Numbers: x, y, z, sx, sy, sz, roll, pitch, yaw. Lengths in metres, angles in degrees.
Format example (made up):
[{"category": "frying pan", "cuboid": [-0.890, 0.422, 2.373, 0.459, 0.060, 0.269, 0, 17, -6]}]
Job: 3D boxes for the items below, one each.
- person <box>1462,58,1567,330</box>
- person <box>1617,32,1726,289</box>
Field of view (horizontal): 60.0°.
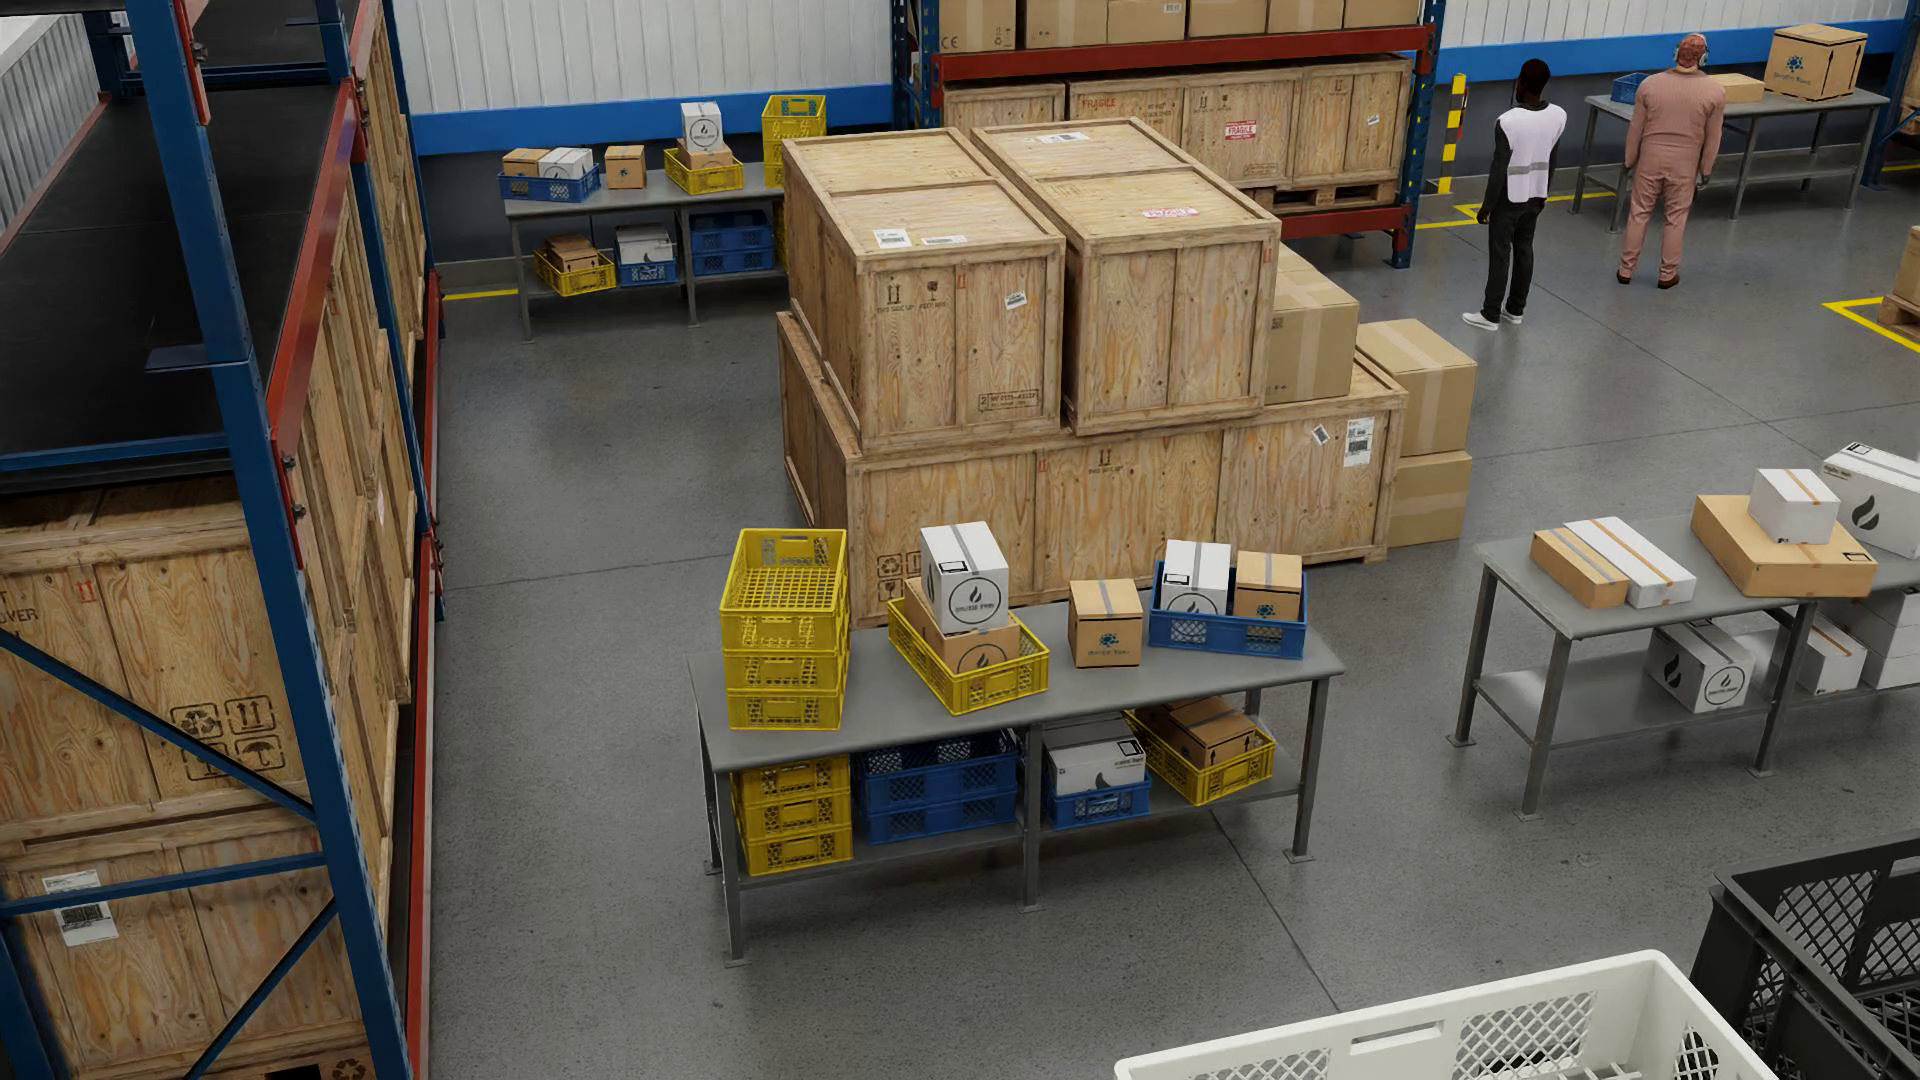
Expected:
[{"category": "person", "cuboid": [3.959, -2.438, 11.819, 0.594, 1.919, 0.387, -14, 32, -24]}, {"category": "person", "cuboid": [5.370, -2.862, 12.600, 0.651, 1.906, 0.403, 13, 32, 23]}]
